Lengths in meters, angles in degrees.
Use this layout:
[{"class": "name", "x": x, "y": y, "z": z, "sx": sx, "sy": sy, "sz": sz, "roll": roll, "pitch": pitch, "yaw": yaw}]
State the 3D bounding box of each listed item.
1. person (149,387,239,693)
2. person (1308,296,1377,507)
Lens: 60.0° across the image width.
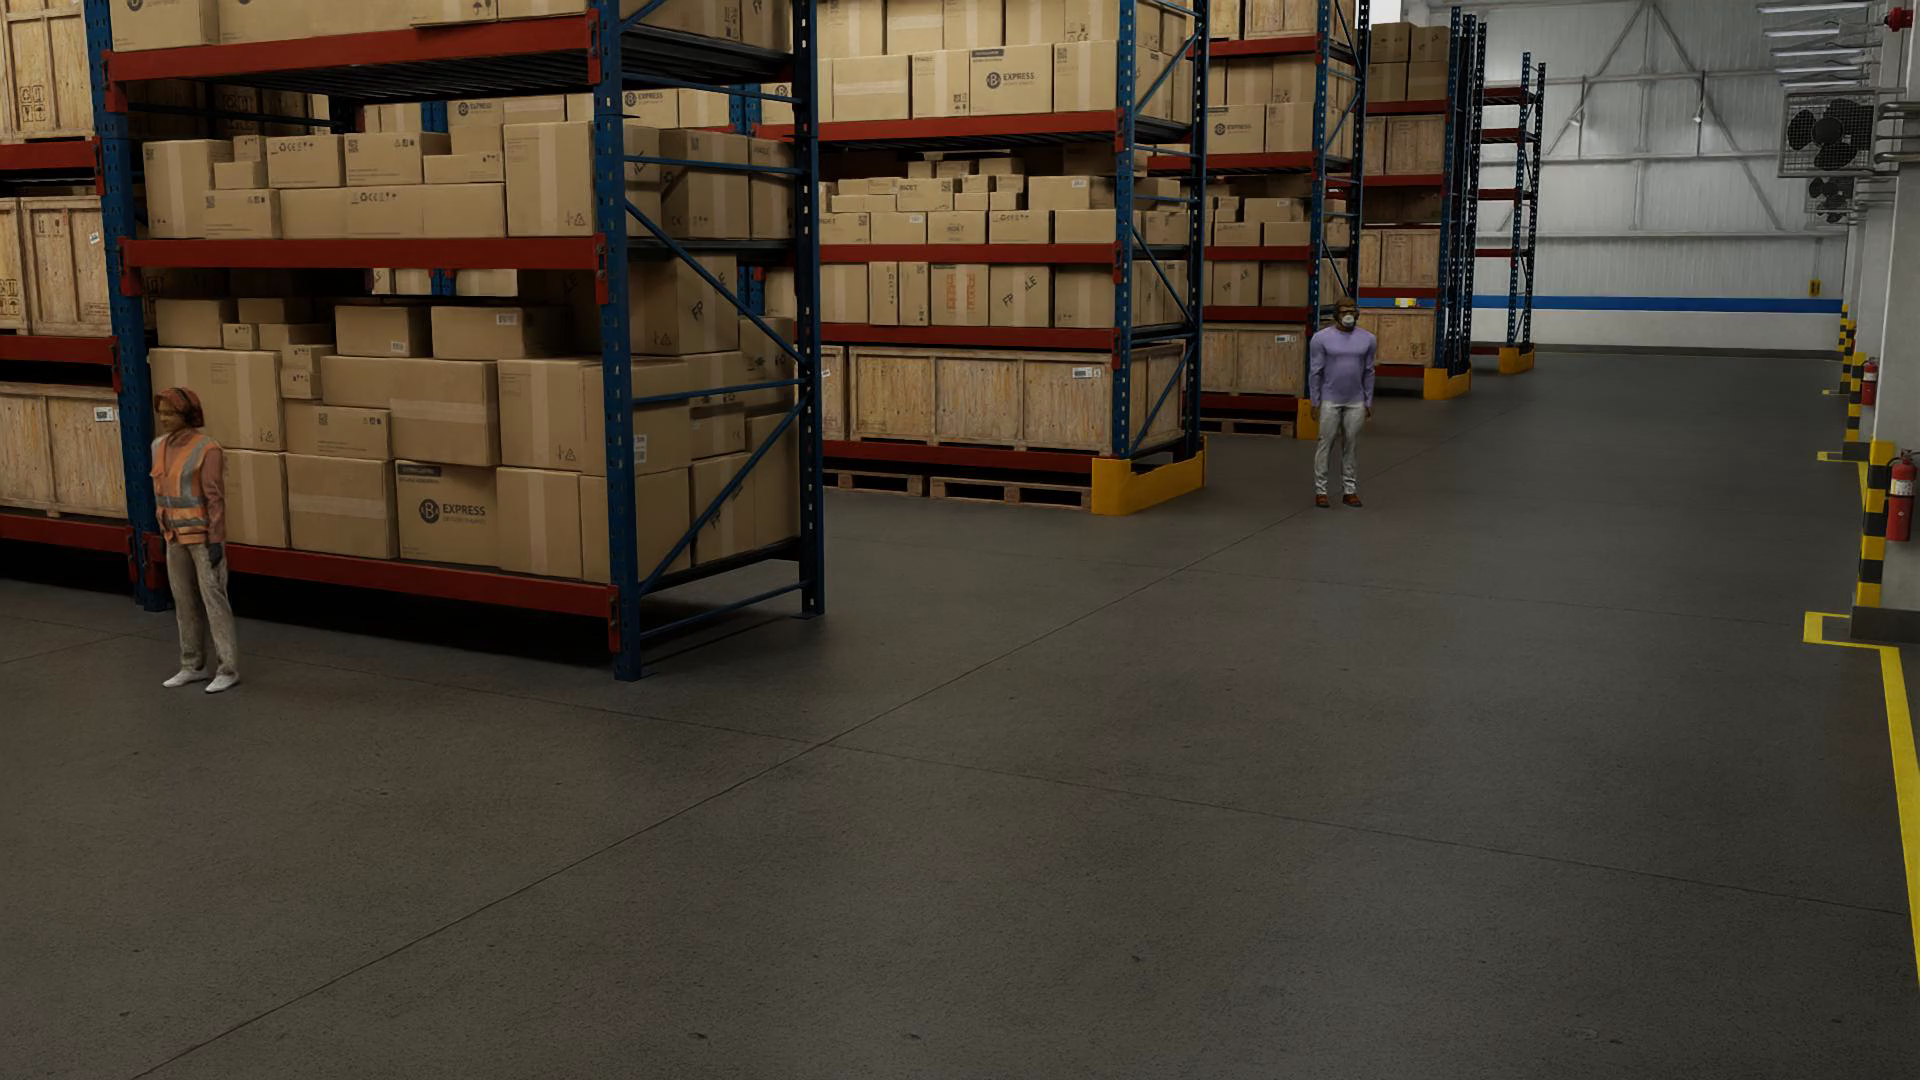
[{"class": "person", "x": -4.086, "y": -0.002, "z": 8.869, "sx": 0.518, "sy": 1.633, "sz": 0.313, "roll": 5, "pitch": 11, "yaw": 28}, {"class": "person", "x": 3.512, "y": -1.265, "z": 15.294, "sx": 0.630, "sy": 1.940, "sz": 0.372, "roll": -1, "pitch": 10, "yaw": -6}]
